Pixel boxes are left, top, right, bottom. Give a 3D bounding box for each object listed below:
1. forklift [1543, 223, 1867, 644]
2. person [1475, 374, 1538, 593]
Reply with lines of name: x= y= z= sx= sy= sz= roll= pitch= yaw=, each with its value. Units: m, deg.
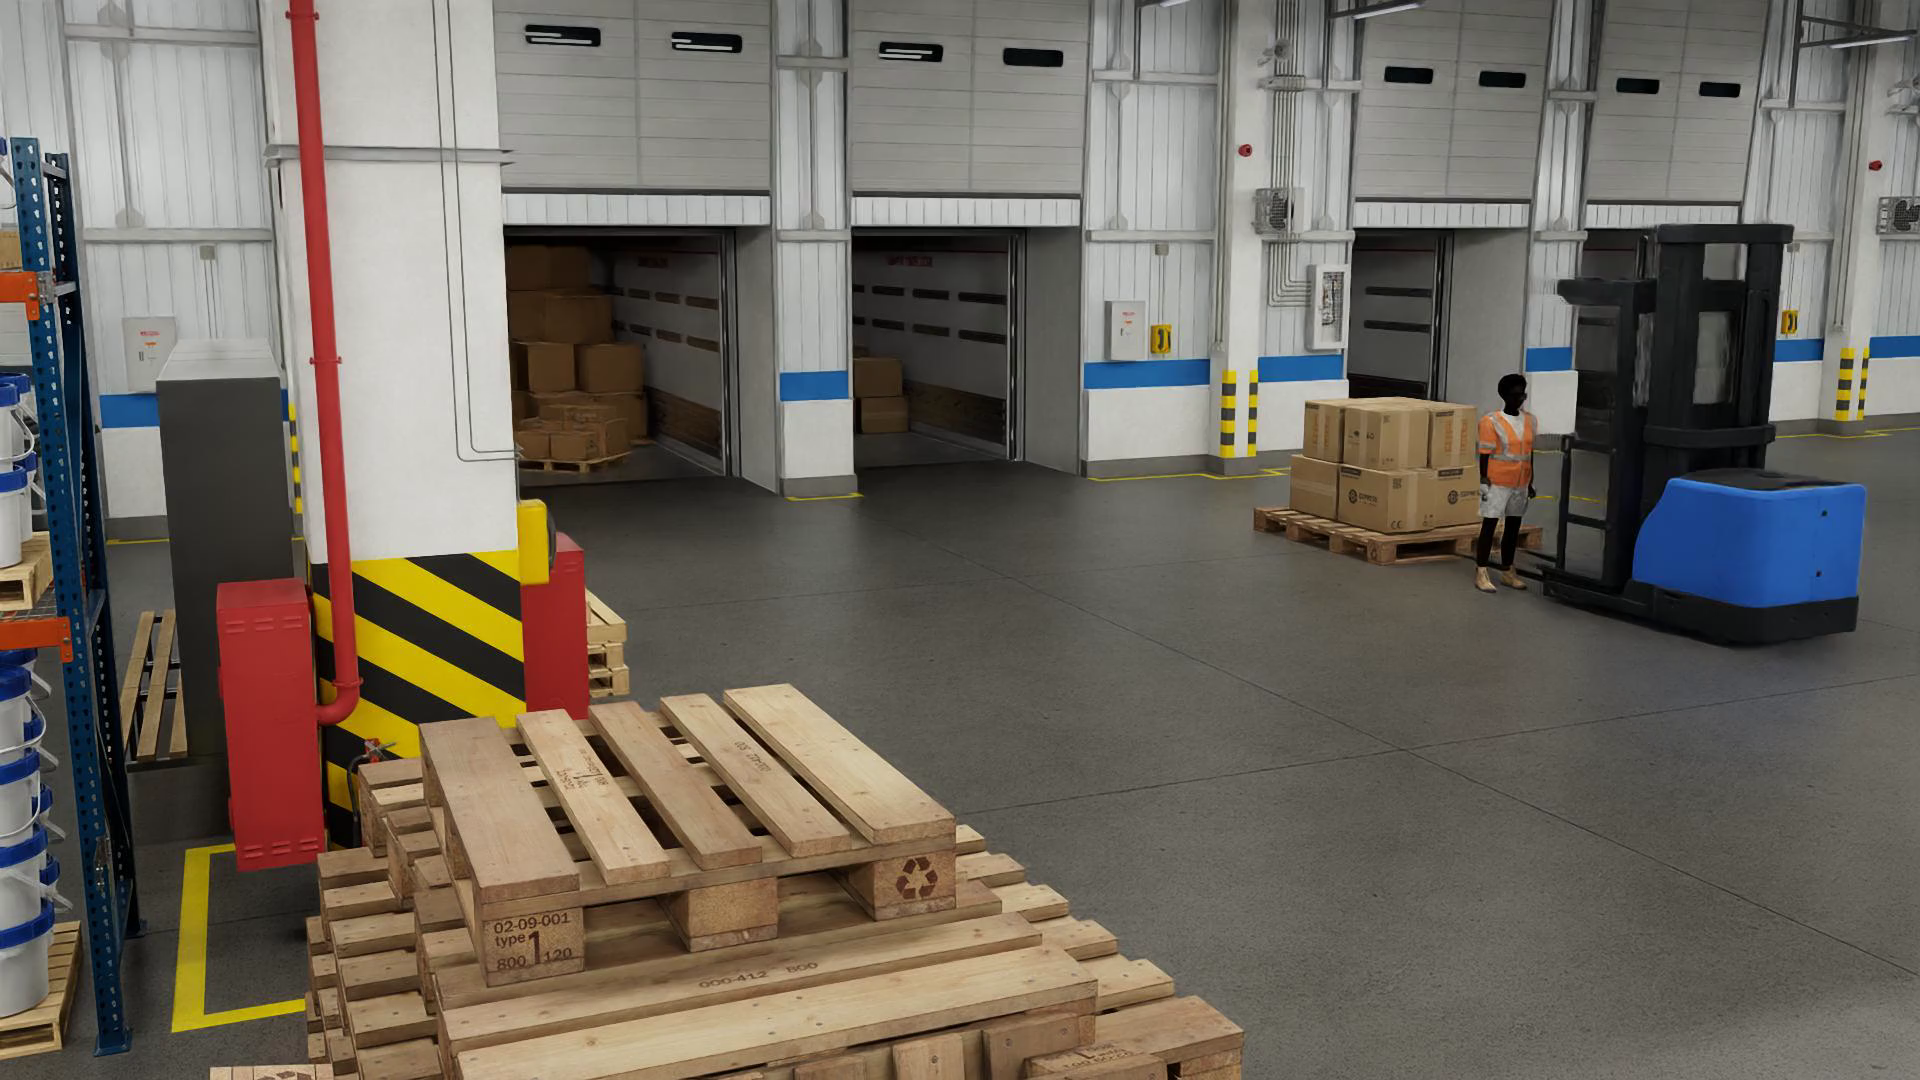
forklift: x=5.296 y=-0.822 z=11.716 sx=1.129 sy=2.768 sz=1.873 roll=-4 pitch=11 yaw=-23
person: x=4.234 y=-0.440 z=12.872 sx=0.541 sy=1.695 sz=0.316 roll=-4 pitch=11 yaw=-21
